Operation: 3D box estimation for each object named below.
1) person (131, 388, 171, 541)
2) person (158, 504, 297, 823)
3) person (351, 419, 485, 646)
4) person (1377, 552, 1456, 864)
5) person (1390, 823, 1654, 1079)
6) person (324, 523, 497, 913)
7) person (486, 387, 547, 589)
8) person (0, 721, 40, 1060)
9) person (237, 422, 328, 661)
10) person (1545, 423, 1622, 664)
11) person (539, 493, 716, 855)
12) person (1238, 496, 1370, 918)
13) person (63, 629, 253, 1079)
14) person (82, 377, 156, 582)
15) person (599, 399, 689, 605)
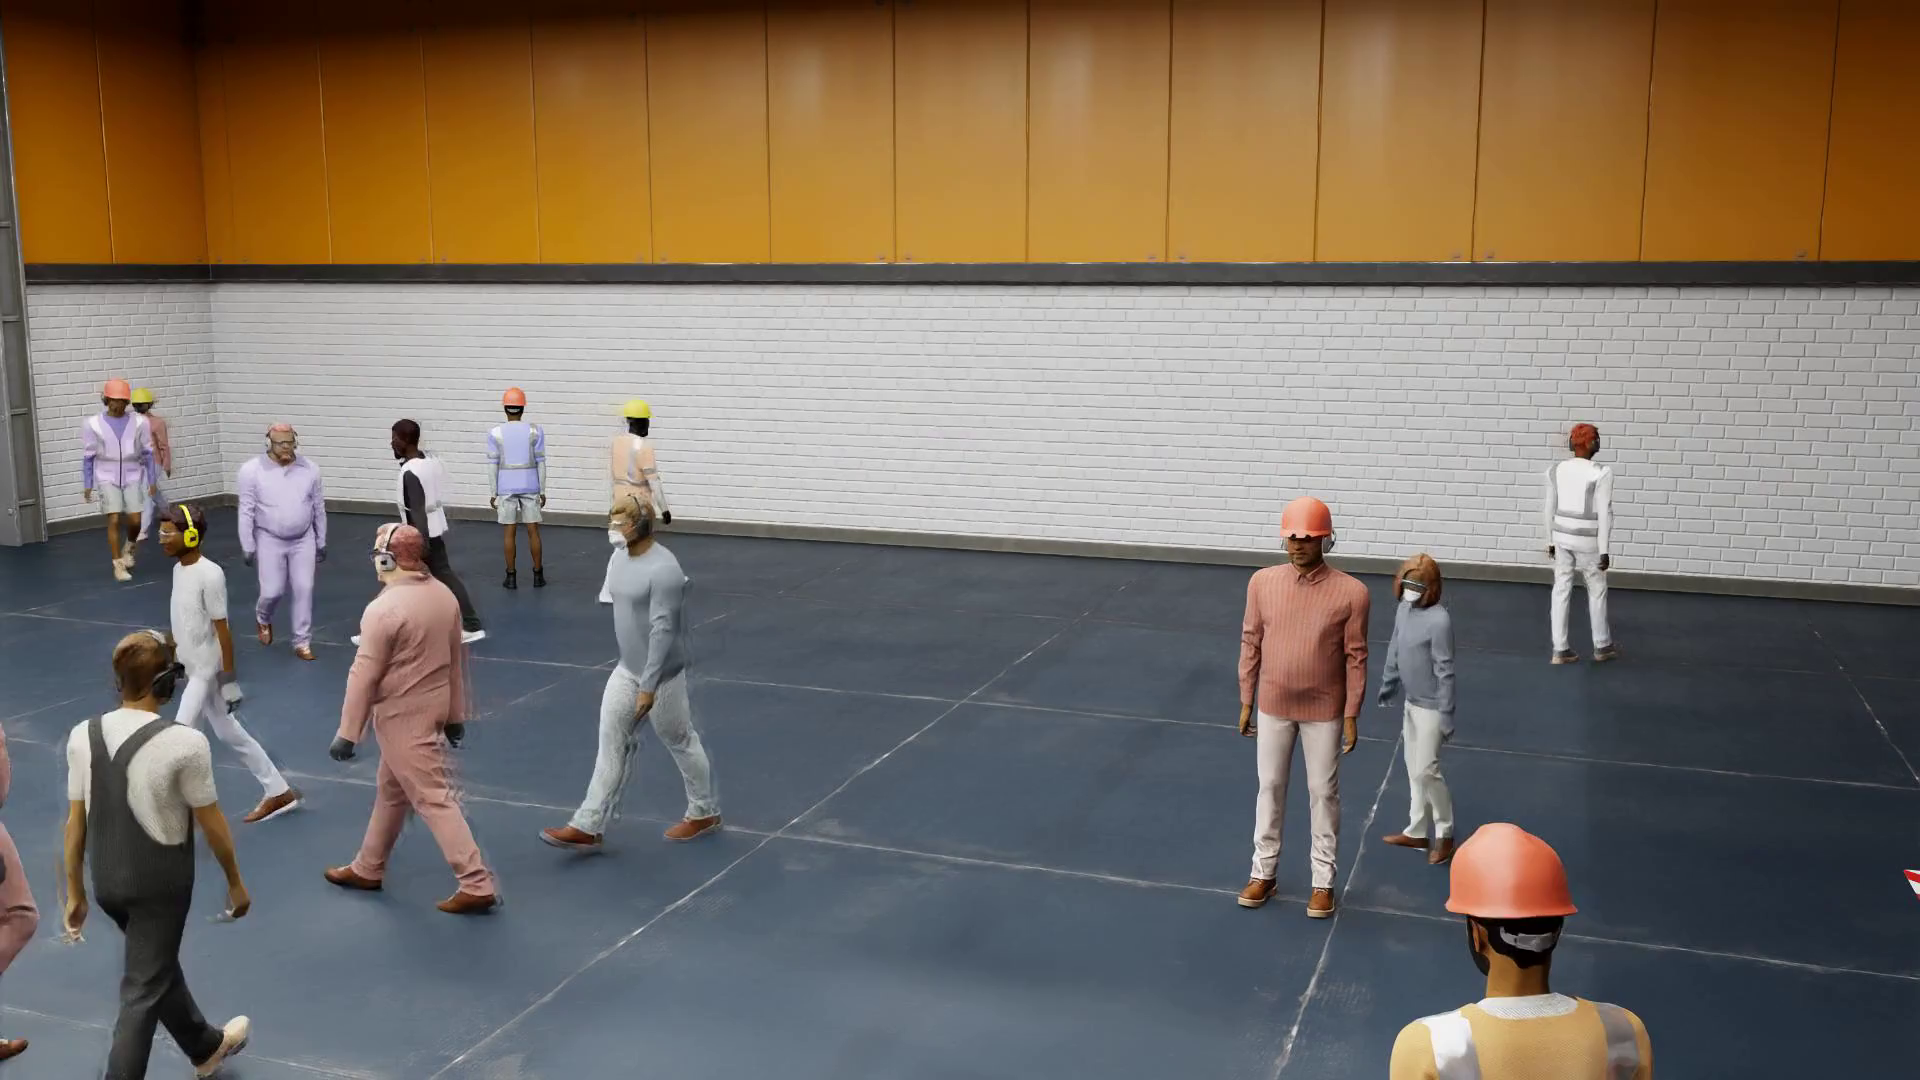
[{"bbox_3d":[-9.292,-0.889,19.069,0.525,1.722,0.904,3,10,17],"label":"person"},{"bbox_3d":[-4.082,0.702,8.925,0.997,1.822,0.544,-8,12,-40],"label":"person"},{"bbox_3d":[-4.375,-0.048,13.456,1.041,1.865,0.599,-1,9,-3],"label":"person"},{"bbox_3d":[2.376,0.851,8.599,0.374,1.626,0.649,-1,9,-6],"label":"person"},{"bbox_3d":[1.108,1.529,3.430,0.542,1.929,0.369,-1,9,-9],"label":"person"},{"bbox_3d":[-2.643,0.842,7.918,0.999,1.858,0.638,2,9,10],"label":"person"},{"bbox_3d":[-4.245,-0.495,15.954,0.547,1.938,0.377,-3,10,-17],"label":"person"},{"bbox_3d":[-3.780,1.097,6.245,0.671,1.884,0.424,5,11,30],"label":"person"},{"bbox_3d":[-5.332,-0.002,13.080,0.656,1.885,0.616,-7,12,-37],"label":"person"},{"bbox_3d":[4.881,0.020,12.965,0.730,1.867,0.610,-7,12,-38],"label":"person"},{"bbox_3d":[-1.697,0.707,8.623,1.002,1.886,0.649,-8,12,-40],"label":"person"},{"bbox_3d":[1.610,0.780,7.870,0.611,1.995,0.375,4,10,25],"label":"person"},{"bbox_3d":[-2.764,1.194,5.870,0.523,1.802,0.924,3,10,16],"label":"person"},{"bbox_3d":[-8.299,-0.609,16.421,0.660,2.017,0.643,-6,11,-35],"label":"person"},{"bbox_3d":[-2.946,-0.357,15.310,1.016,1.867,0.604,-8,12,-40],"label":"person"}]
